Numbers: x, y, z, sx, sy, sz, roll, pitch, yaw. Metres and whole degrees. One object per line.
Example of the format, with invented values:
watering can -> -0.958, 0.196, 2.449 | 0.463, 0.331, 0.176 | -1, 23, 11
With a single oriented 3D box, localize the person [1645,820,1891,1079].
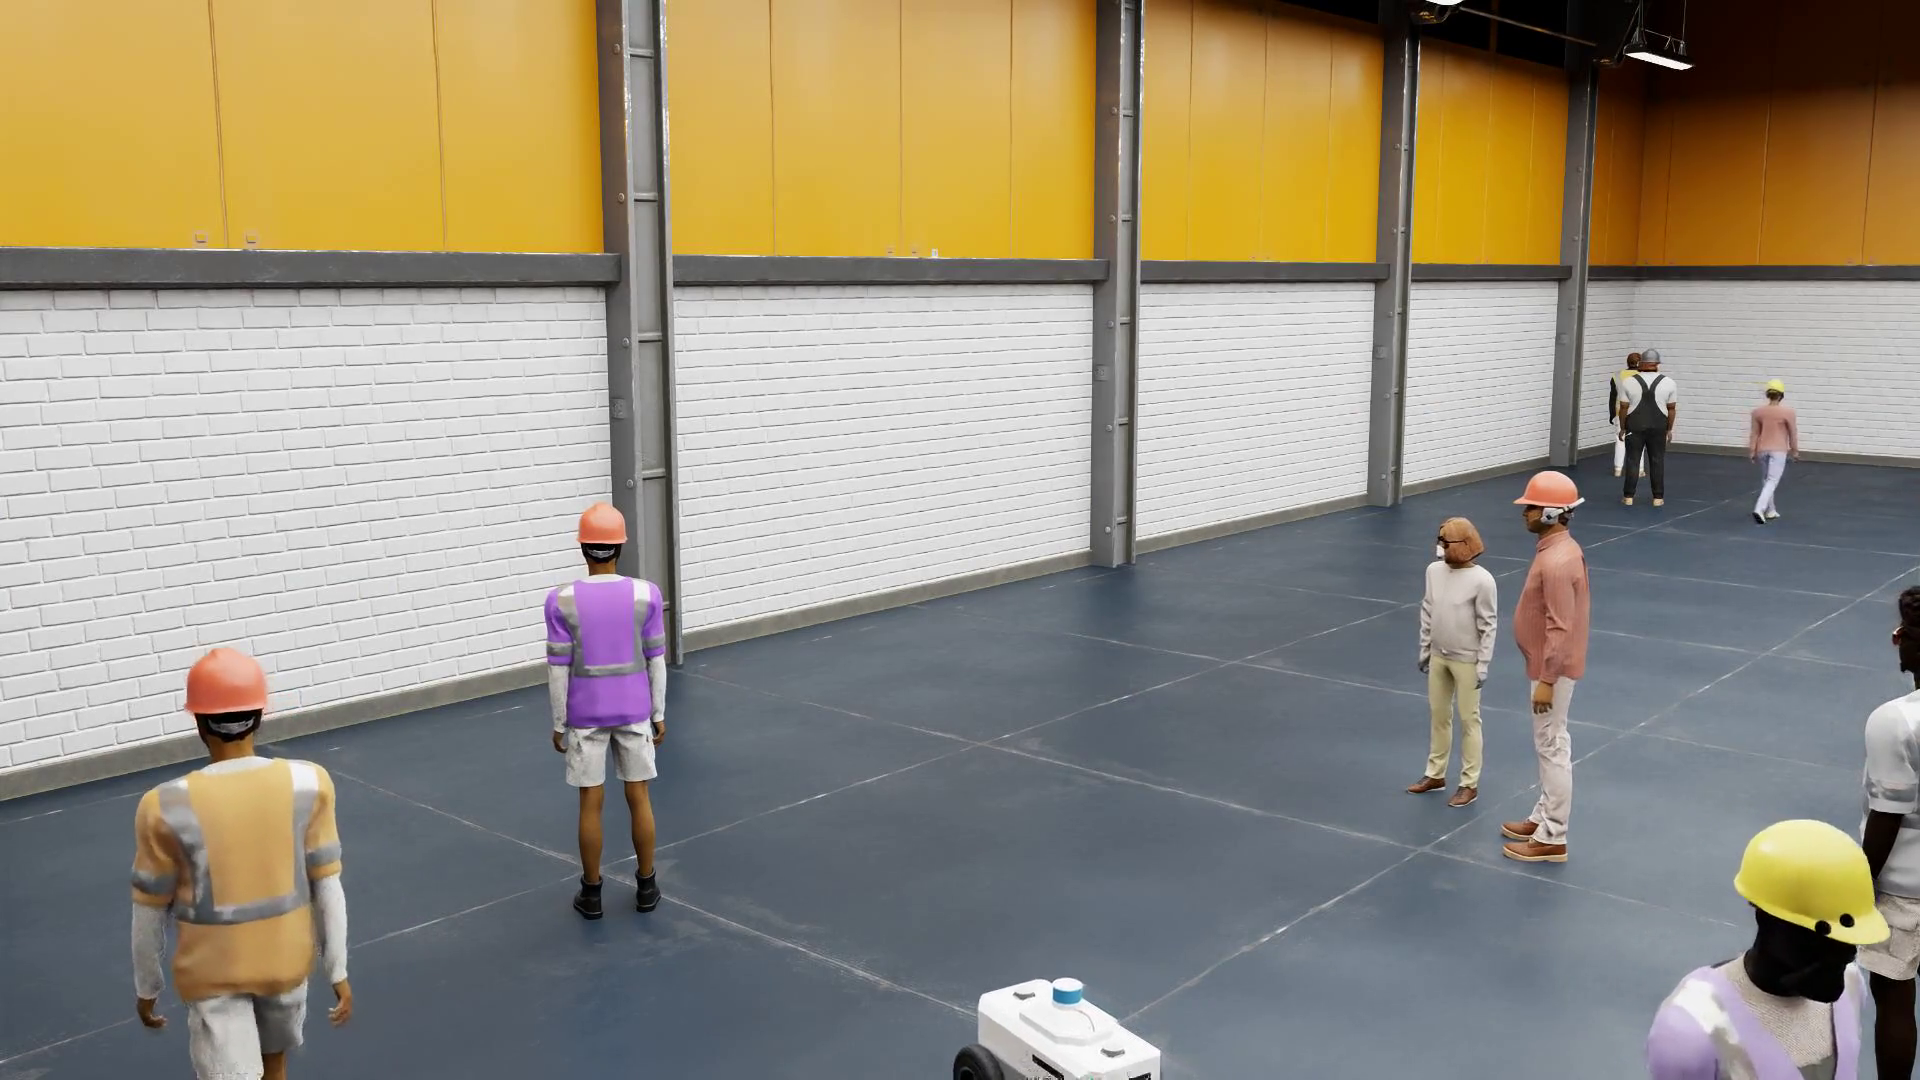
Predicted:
person -> 1.655, 1.487, 3.451 | 0.586, 1.913, 0.435 | -5, 10, -29

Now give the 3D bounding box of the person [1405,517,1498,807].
person -> 2.787, 0.679, 9.374 | 0.285, 1.631, 0.501 | -5, 11, -30

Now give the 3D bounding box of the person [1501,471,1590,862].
person -> 2.985, 0.641, 8.476 | 0.390, 1.995, 0.613 | 3, 10, 21

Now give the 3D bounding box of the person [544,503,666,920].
person -> -1.633, 0.792, 7.712 | 0.542, 1.938, 0.357 | -3, 9, -17

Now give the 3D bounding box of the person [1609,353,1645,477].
person -> 9.931, -1.848, 24.599 | 0.634, 1.838, 0.429 | 5, 10, 27

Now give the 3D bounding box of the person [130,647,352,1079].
person -> -2.159, 1.253, 4.984 | 0.564, 1.883, 0.984 | -7, 11, -36

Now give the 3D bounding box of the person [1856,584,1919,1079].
person -> 3.230, 1.111, 5.615 | 0.606, 1.967, 0.367 | -4, 10, -24

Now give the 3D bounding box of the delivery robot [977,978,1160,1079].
delivery robot -> 0.367, 1.752, 5.713 | 0.477, 0.478, 0.707 | -6, 11, -32

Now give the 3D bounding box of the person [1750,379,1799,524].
person -> 9.775, -1.076, 20.058 | 0.858, 1.733, 0.520 | -6, 11, -35

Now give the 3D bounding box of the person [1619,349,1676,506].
person -> 8.893, -1.467, 21.571 | 0.684, 2.000, 0.535 | 3, 10, 20
